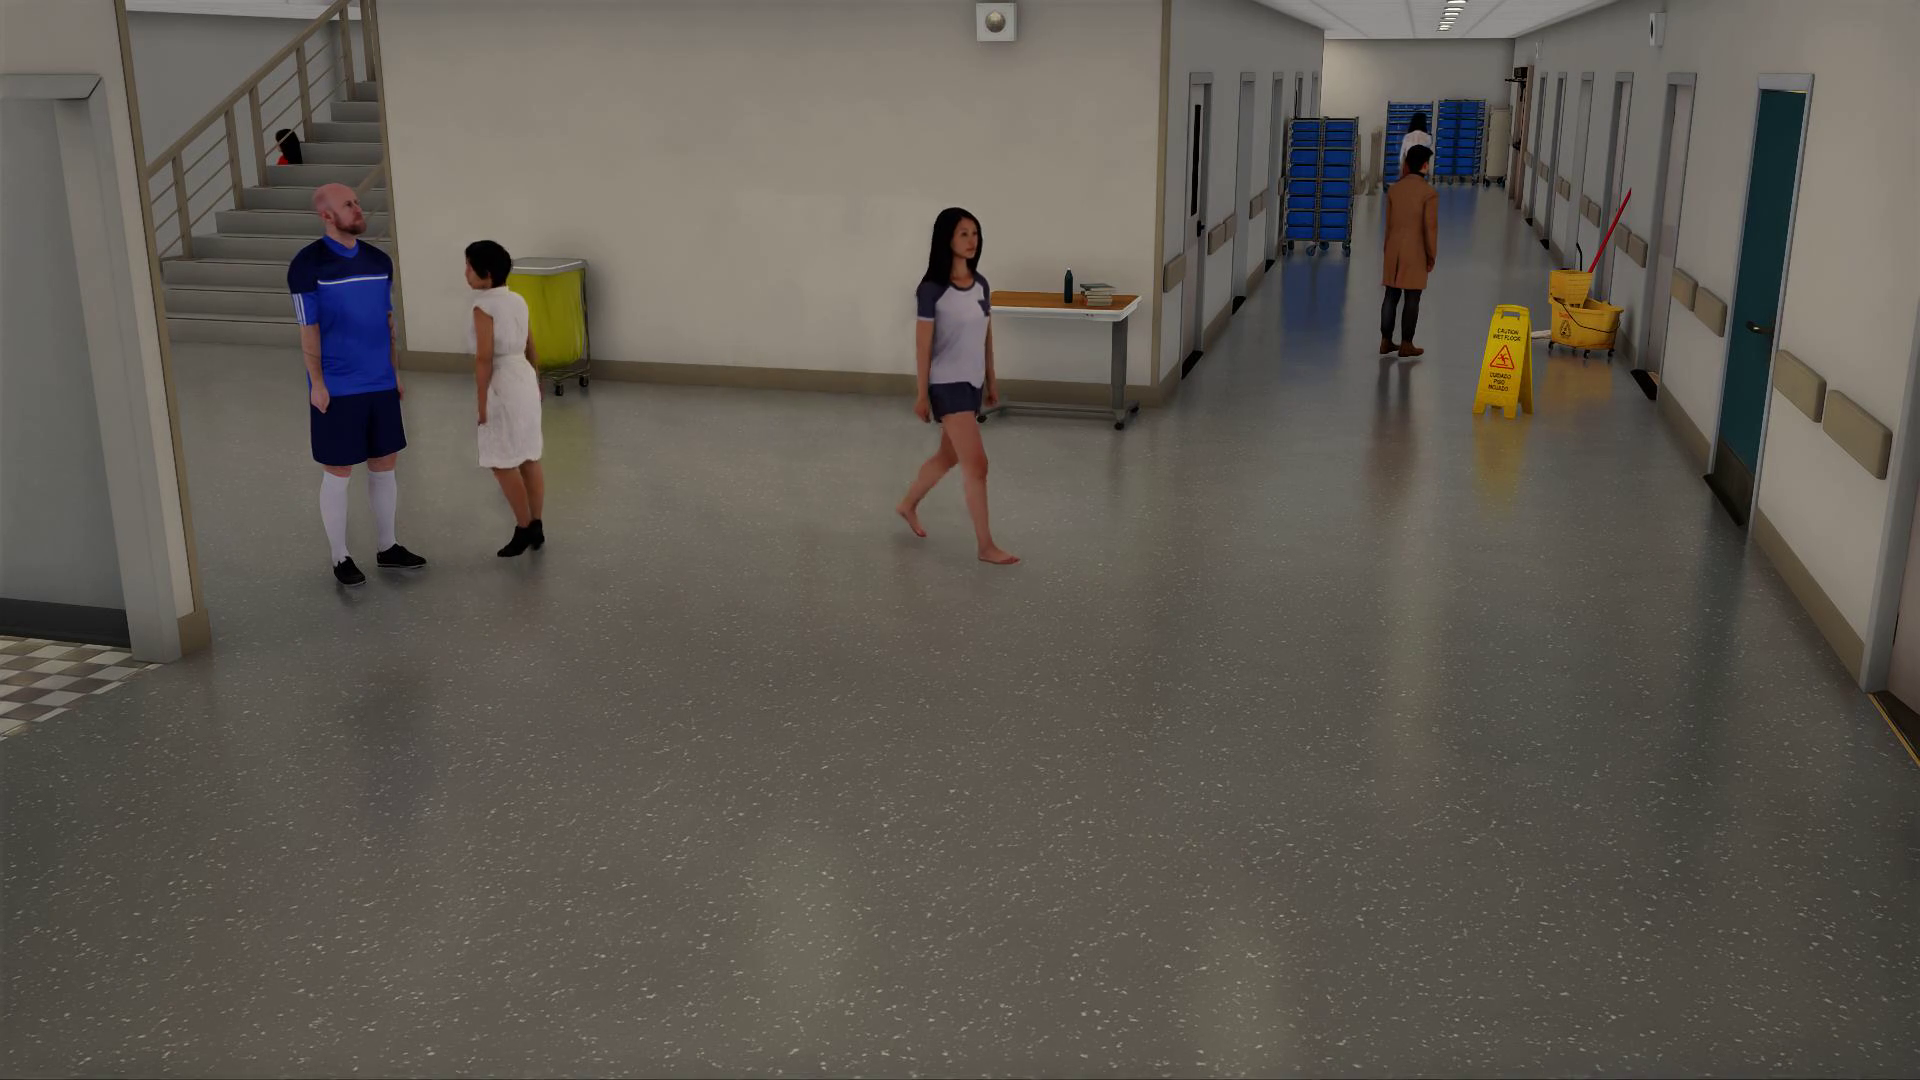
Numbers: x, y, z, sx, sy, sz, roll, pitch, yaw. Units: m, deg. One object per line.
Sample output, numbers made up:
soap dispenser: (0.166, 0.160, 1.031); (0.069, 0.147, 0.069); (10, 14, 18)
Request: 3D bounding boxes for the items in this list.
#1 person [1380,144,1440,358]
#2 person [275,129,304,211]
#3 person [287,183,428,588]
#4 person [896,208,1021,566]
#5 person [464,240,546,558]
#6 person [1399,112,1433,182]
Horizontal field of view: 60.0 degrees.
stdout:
person: (3.695, -2.394, 13.776); (0.742, 1.721, 0.772); (15, 21, 42)
person: (-6.909, -3.382, 17.309); (0.692, 1.747, 0.563); (3, 16, 9)
person: (-2.814, -0.728, 7.715); (0.799, 1.844, 0.634); (10, 19, 32)
person: (-0.069, -0.739, 8.077); (0.989, 1.670, 1.116); (14, 21, 40)
person: (-2.205, -0.692, 8.138); (0.761, 1.545, 0.504); (9, 18, 30)
person: (6.553, -5.267, 24.071); (0.719, 1.706, 1.104); (7, 17, 24)
